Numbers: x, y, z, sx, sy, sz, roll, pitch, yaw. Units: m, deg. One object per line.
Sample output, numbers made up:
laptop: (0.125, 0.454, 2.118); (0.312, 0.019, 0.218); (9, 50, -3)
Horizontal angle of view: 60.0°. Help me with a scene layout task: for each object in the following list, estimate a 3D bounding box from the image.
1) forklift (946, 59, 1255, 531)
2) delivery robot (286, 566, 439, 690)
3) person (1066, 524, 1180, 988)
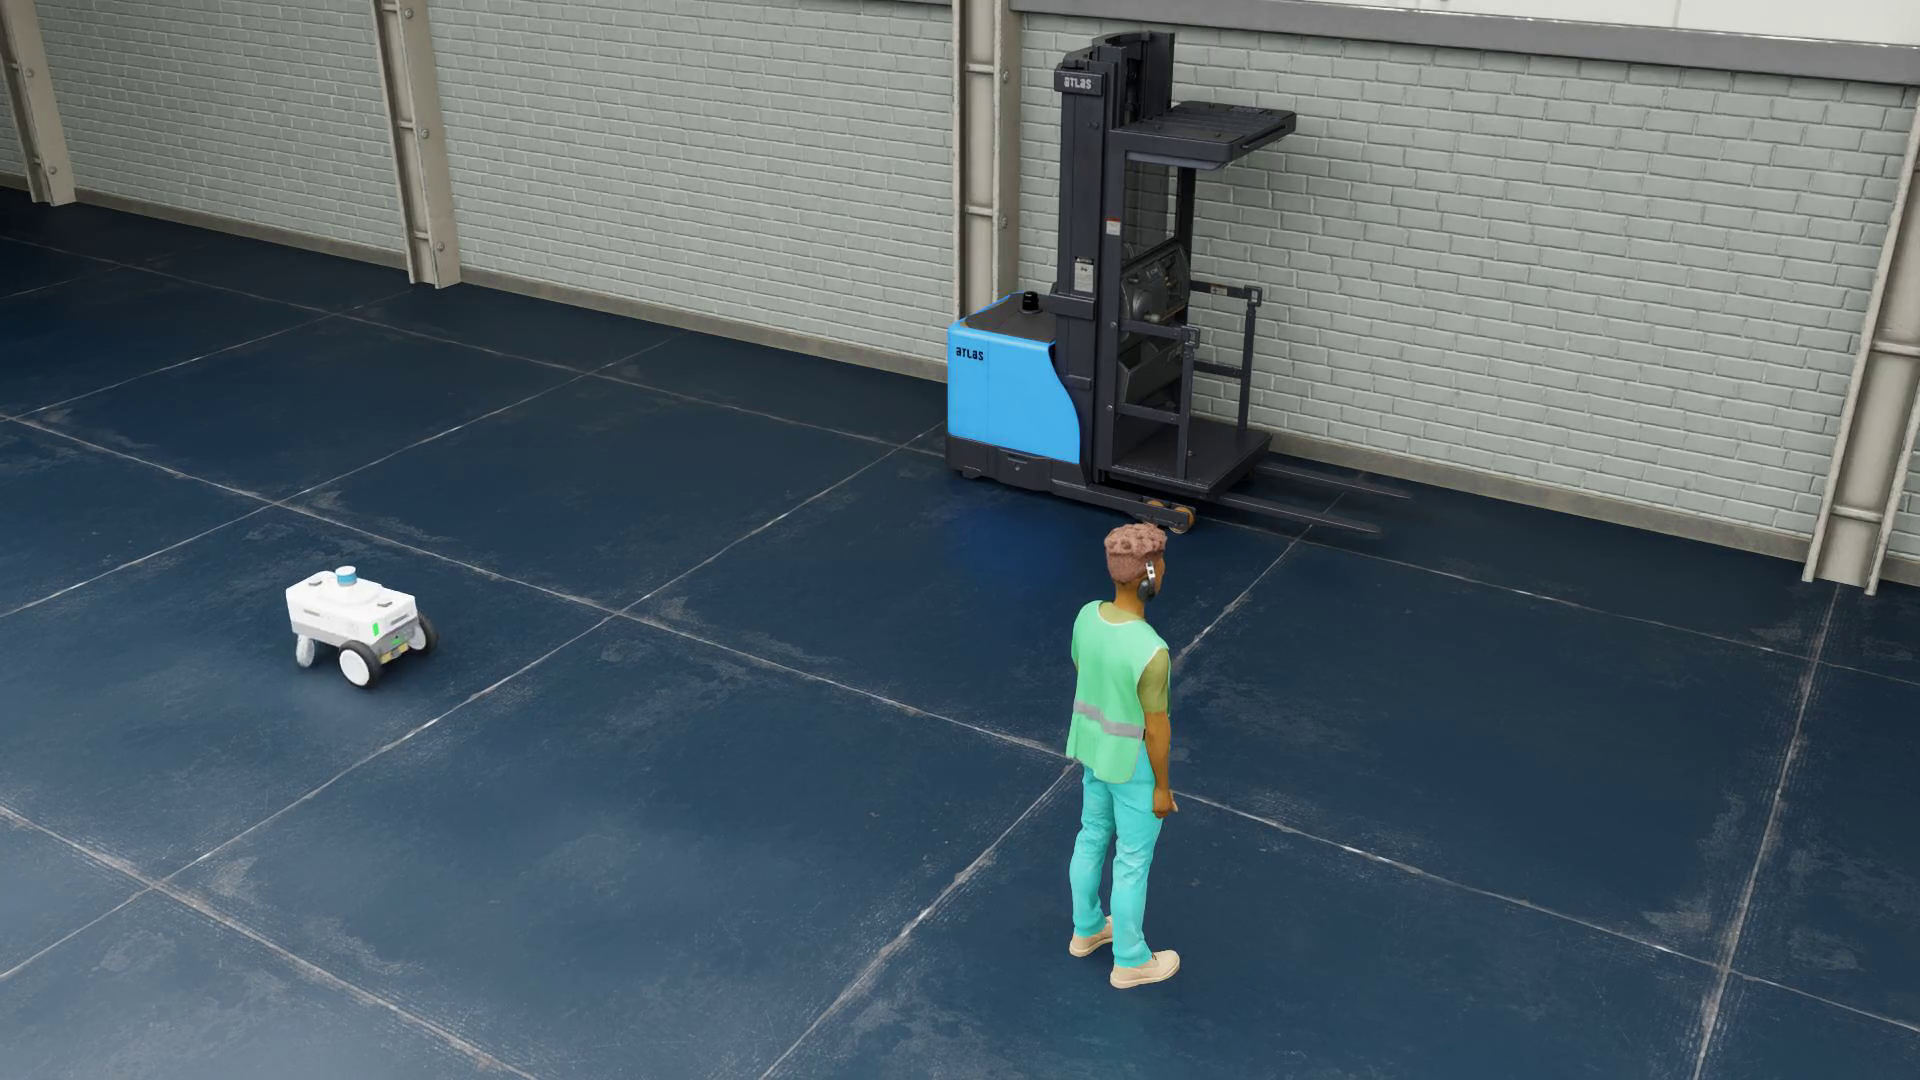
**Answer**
forklift: (0.933, -1.707, 10.833); (1.873, 2.768, 1.129); (15, 29, 28)
delivery robot: (-3.255, 0.447, 8.997); (0.783, 0.612, 0.512); (13, 28, 25)
person: (0.628, 0.852, 6.461); (0.405, 1.978, 0.485); (-17, 30, -32)
